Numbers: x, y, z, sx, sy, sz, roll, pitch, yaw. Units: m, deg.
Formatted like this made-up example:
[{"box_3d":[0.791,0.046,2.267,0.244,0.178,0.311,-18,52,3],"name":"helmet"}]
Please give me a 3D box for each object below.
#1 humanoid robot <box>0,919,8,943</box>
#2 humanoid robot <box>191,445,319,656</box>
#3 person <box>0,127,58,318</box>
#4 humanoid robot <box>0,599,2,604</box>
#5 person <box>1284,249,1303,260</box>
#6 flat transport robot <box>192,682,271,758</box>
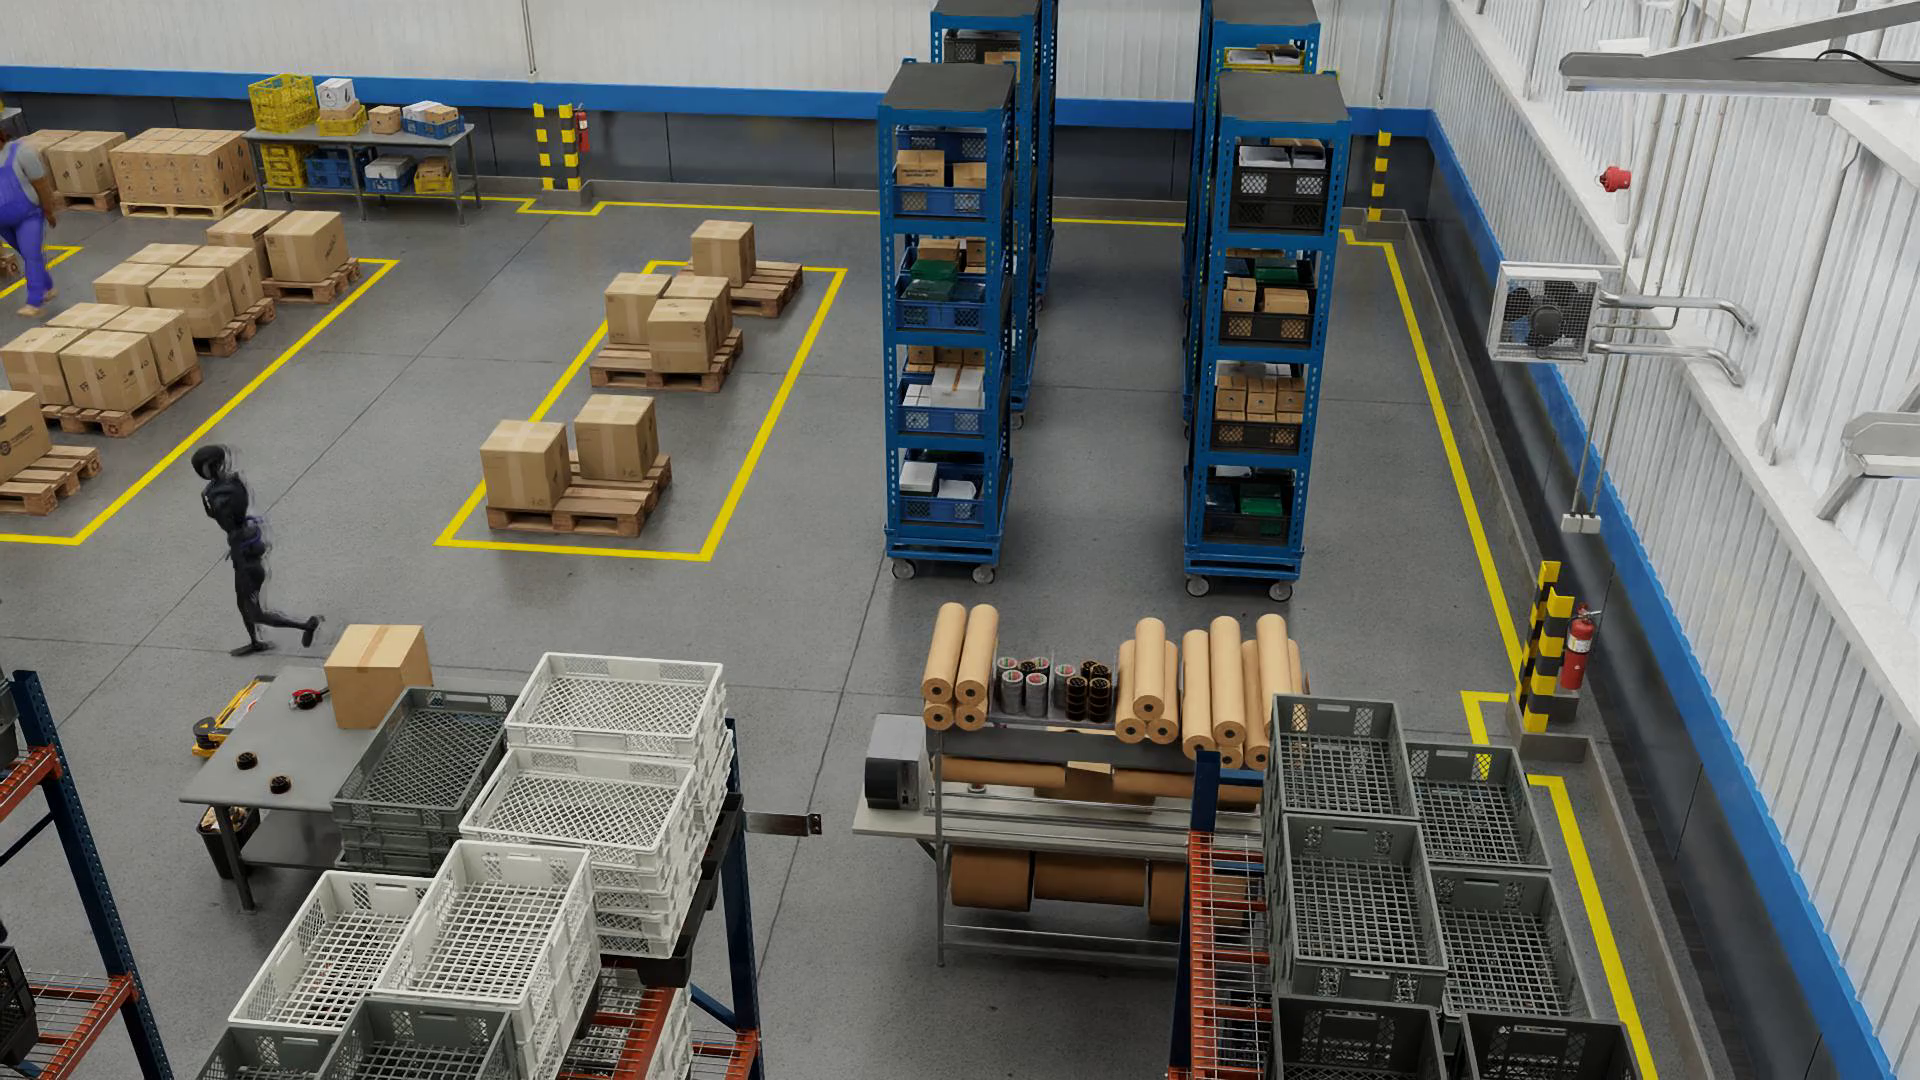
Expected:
[{"box_3d":[-5.009,1.810,8.154,0.584,1.654,0.327,3,30,6],"name":"humanoid robot"},{"box_3d":[-4.761,0.062,11.169,0.543,1.630,0.616,-14,33,-22],"name":"humanoid robot"},{"box_3d":[-9.423,-3.199,16.409,0.697,2.000,0.976,3,30,5],"name":"person"},{"box_3d":[-7.197,-0.230,11.657,0.584,1.654,0.327,3,30,6],"name":"humanoid robot"},{"box_3d":[2.831,-2.368,15.138,0.572,1.882,0.357,3,30,6],"name":"person"},{"box_3d":[-4.089,1.163,10.648,1.431,0.197,0.652,3,30,6],"name":"flat transport robot"}]
